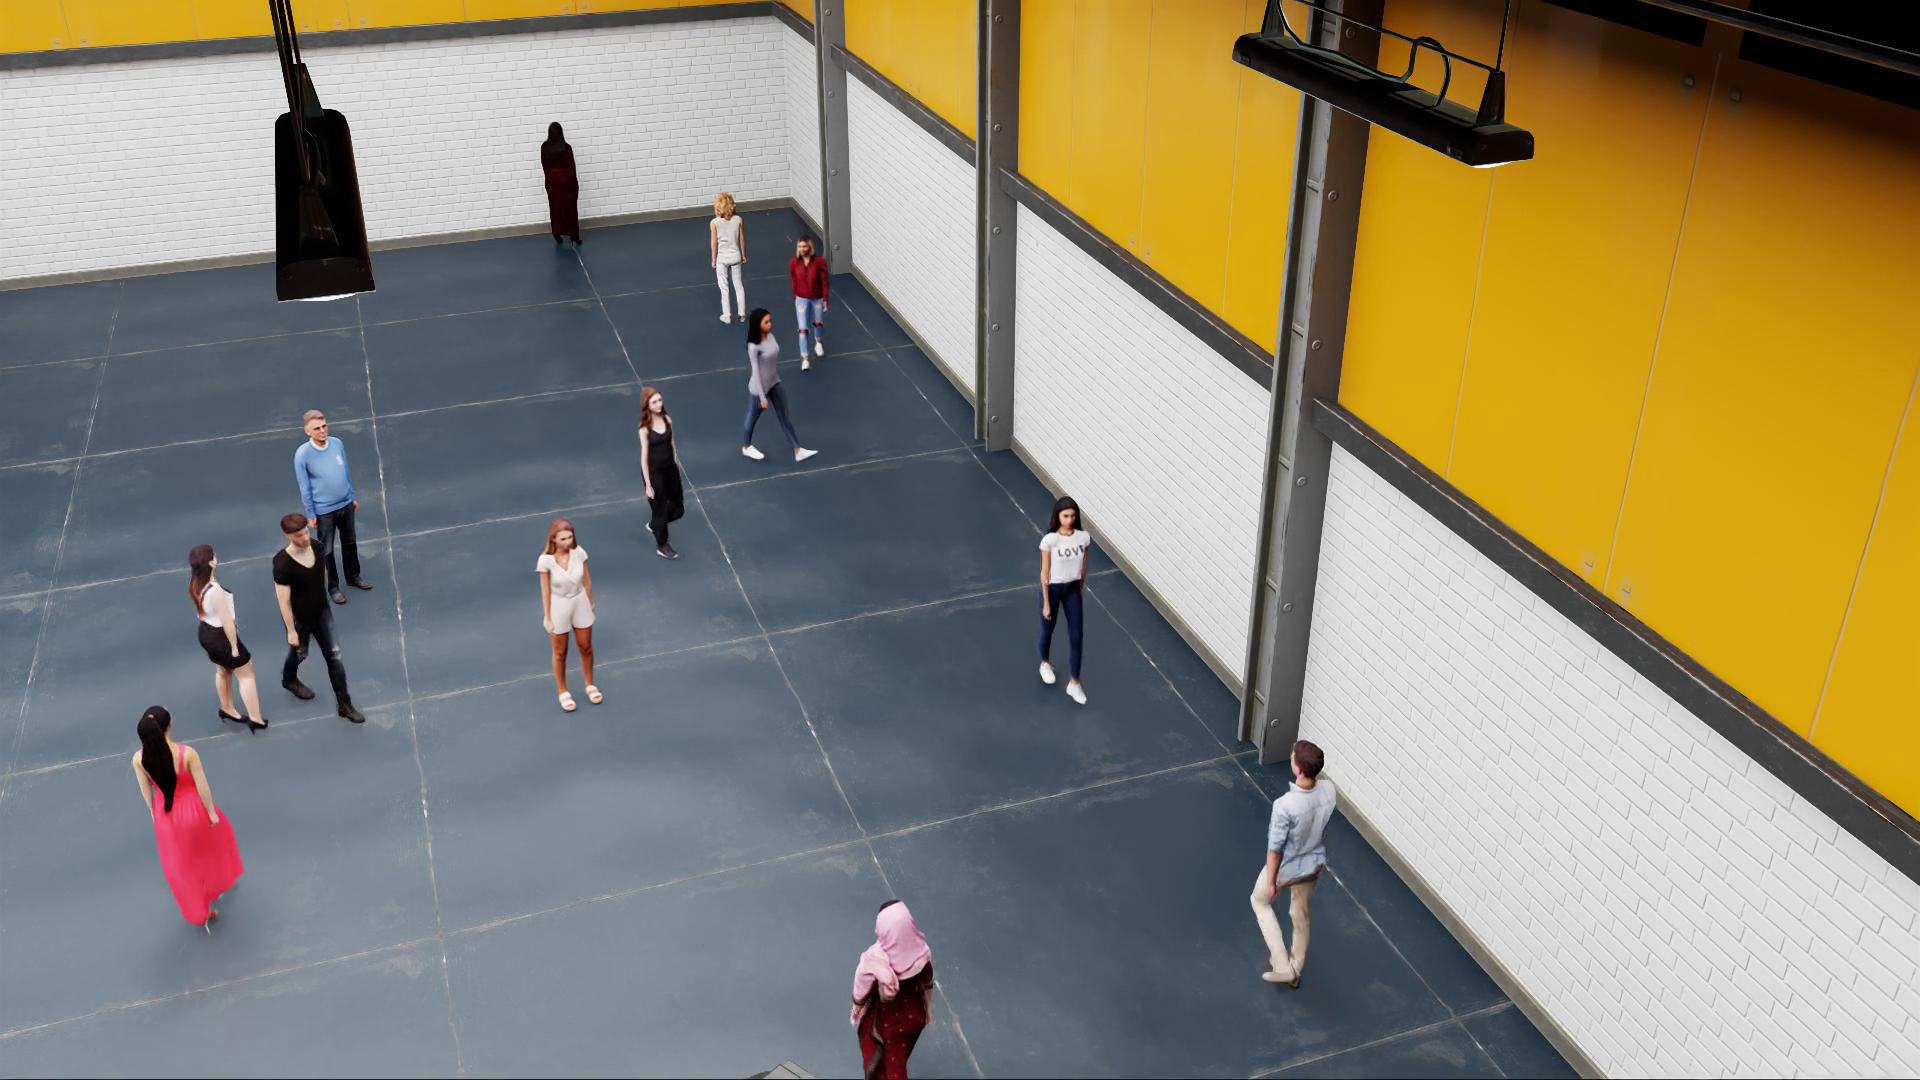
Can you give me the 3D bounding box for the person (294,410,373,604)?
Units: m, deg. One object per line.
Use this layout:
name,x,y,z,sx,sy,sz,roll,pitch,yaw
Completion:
person,-5.627,-0.336,14.867,0.763,1.818,0.749,19,34,31

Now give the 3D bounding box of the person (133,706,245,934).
person,-5.116,1.879,10.919,0.666,1.710,0.861,-6,29,-10

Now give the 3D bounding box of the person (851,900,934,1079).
person,-0.353,2.761,9.410,0.732,1.606,1.082,-16,32,-27

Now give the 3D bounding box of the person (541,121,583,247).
person,-5.659,-5.055,23.579,0.764,1.759,0.794,8,30,14

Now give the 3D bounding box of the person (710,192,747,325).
person,-2.917,-3.551,20.915,0.610,1.670,0.546,-12,31,-20

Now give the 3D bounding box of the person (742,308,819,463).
person,-2.119,-1.582,17.281,1.176,1.694,1.096,13,31,23

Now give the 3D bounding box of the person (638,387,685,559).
person,-2.870,-0.653,15.531,0.861,1.737,0.788,20,34,32

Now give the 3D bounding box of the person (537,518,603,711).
person,-3.139,0.567,13.341,0.596,1.693,0.574,-14,32,-25

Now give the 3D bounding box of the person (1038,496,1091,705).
person,0.777,0.417,13.559,0.619,1.748,0.888,-8,30,-14

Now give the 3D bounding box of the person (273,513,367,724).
person,-5.221,0.581,13.162,1.284,1.840,1.131,16,33,27

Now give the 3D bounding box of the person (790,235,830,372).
person,-1.755,-2.846,19.719,0.859,1.577,1.185,-1,29,-2

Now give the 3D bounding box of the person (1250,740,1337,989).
person,2.153,2.090,10.400,0.672,1.837,0.689,-13,31,-23

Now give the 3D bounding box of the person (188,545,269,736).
person,-5.828,0.791,12.993,0.687,1.634,0.753,21,35,34
